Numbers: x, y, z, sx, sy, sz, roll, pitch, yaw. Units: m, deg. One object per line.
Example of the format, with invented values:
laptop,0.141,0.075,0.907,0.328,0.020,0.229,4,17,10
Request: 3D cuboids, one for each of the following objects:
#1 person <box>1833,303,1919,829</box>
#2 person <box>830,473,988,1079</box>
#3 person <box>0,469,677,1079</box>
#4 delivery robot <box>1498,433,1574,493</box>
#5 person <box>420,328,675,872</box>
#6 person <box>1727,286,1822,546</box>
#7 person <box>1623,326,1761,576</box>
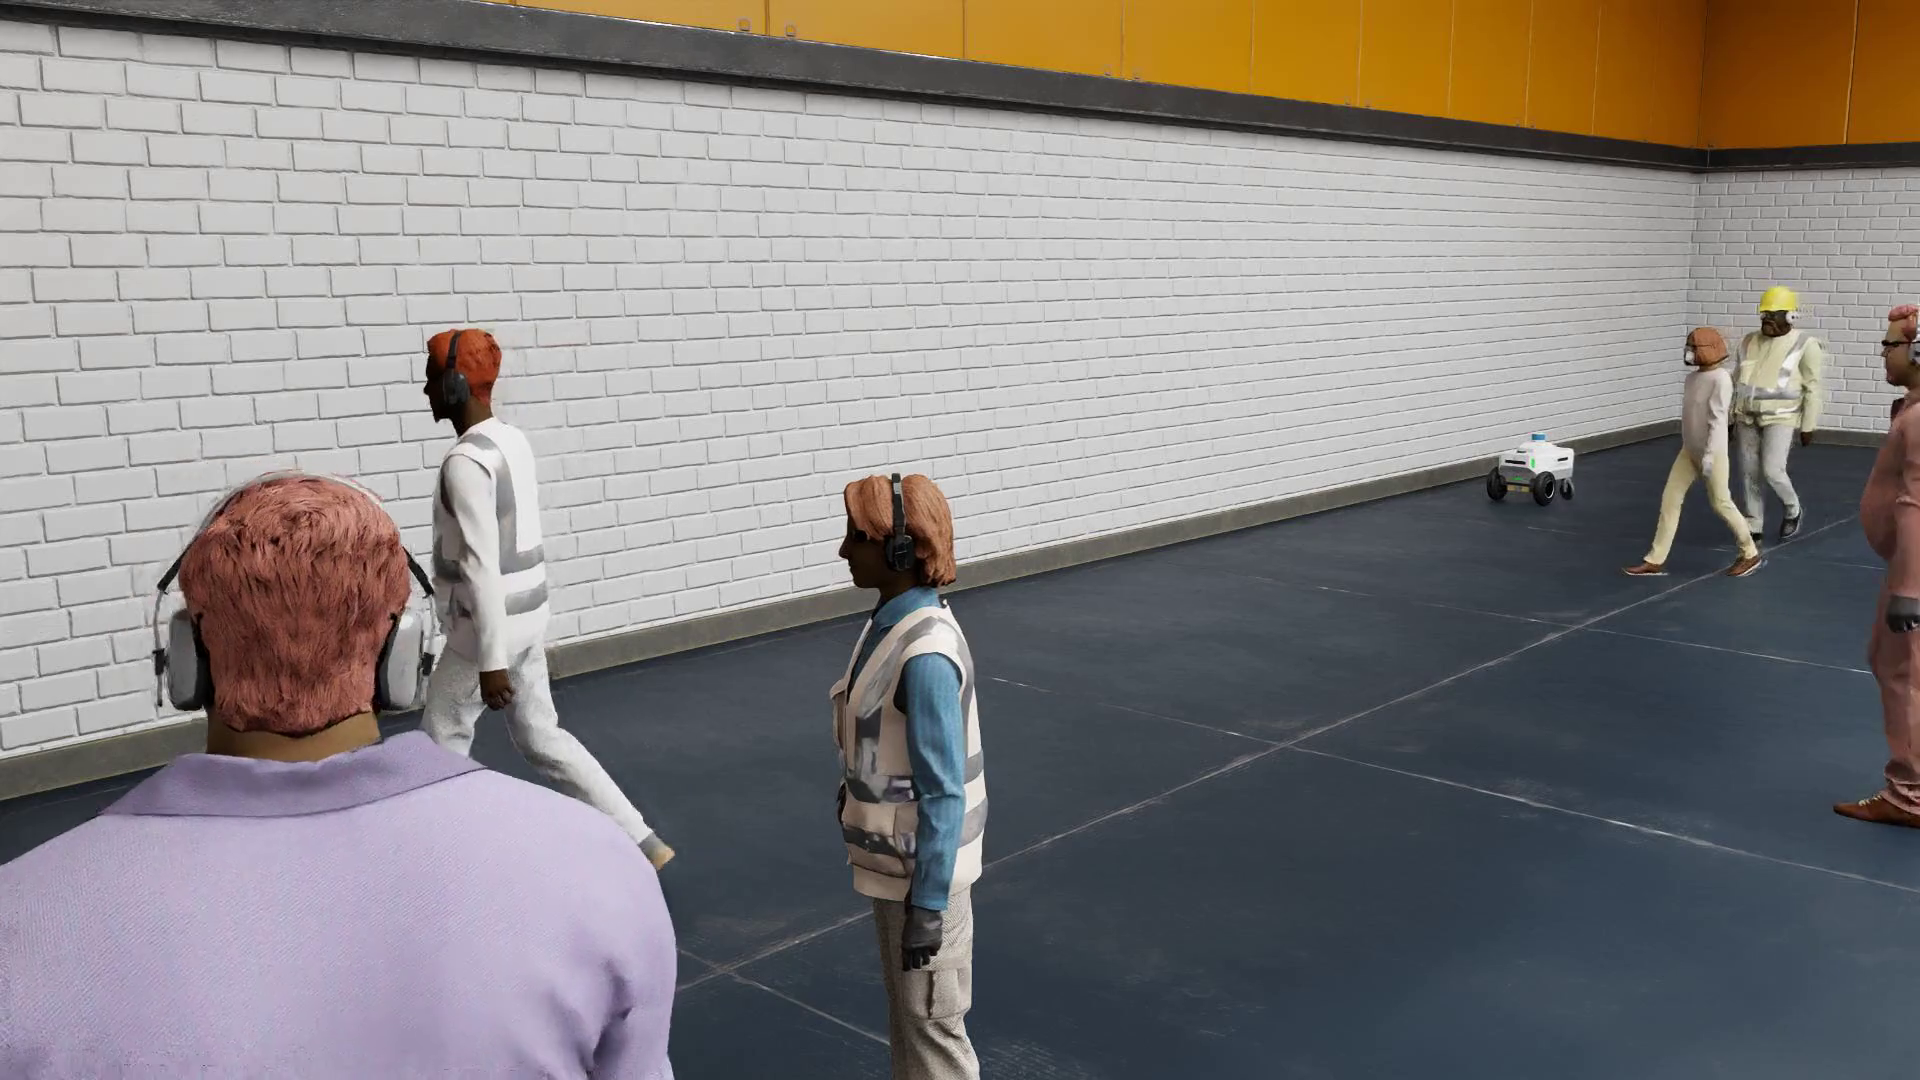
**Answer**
person,3.487,0.108,5.917,0.535,1.889,0.660,6,12,32
person,-0.101,0.675,3.382,0.311,1.638,0.522,-2,10,-11
person,-0.581,0.886,1.576,0.645,1.869,0.681,-5,11,-27
delivery robot,4.747,-0.641,13.692,0.707,0.478,0.477,-9,14,-42
person,-1.368,0.270,5.124,0.939,1.849,0.586,0,10,2
person,5.625,-0.851,11.559,0.456,1.817,0.598,-6,12,-31
person,4.700,-0.546,10.457,0.842,1.593,0.515,-1,10,-7
